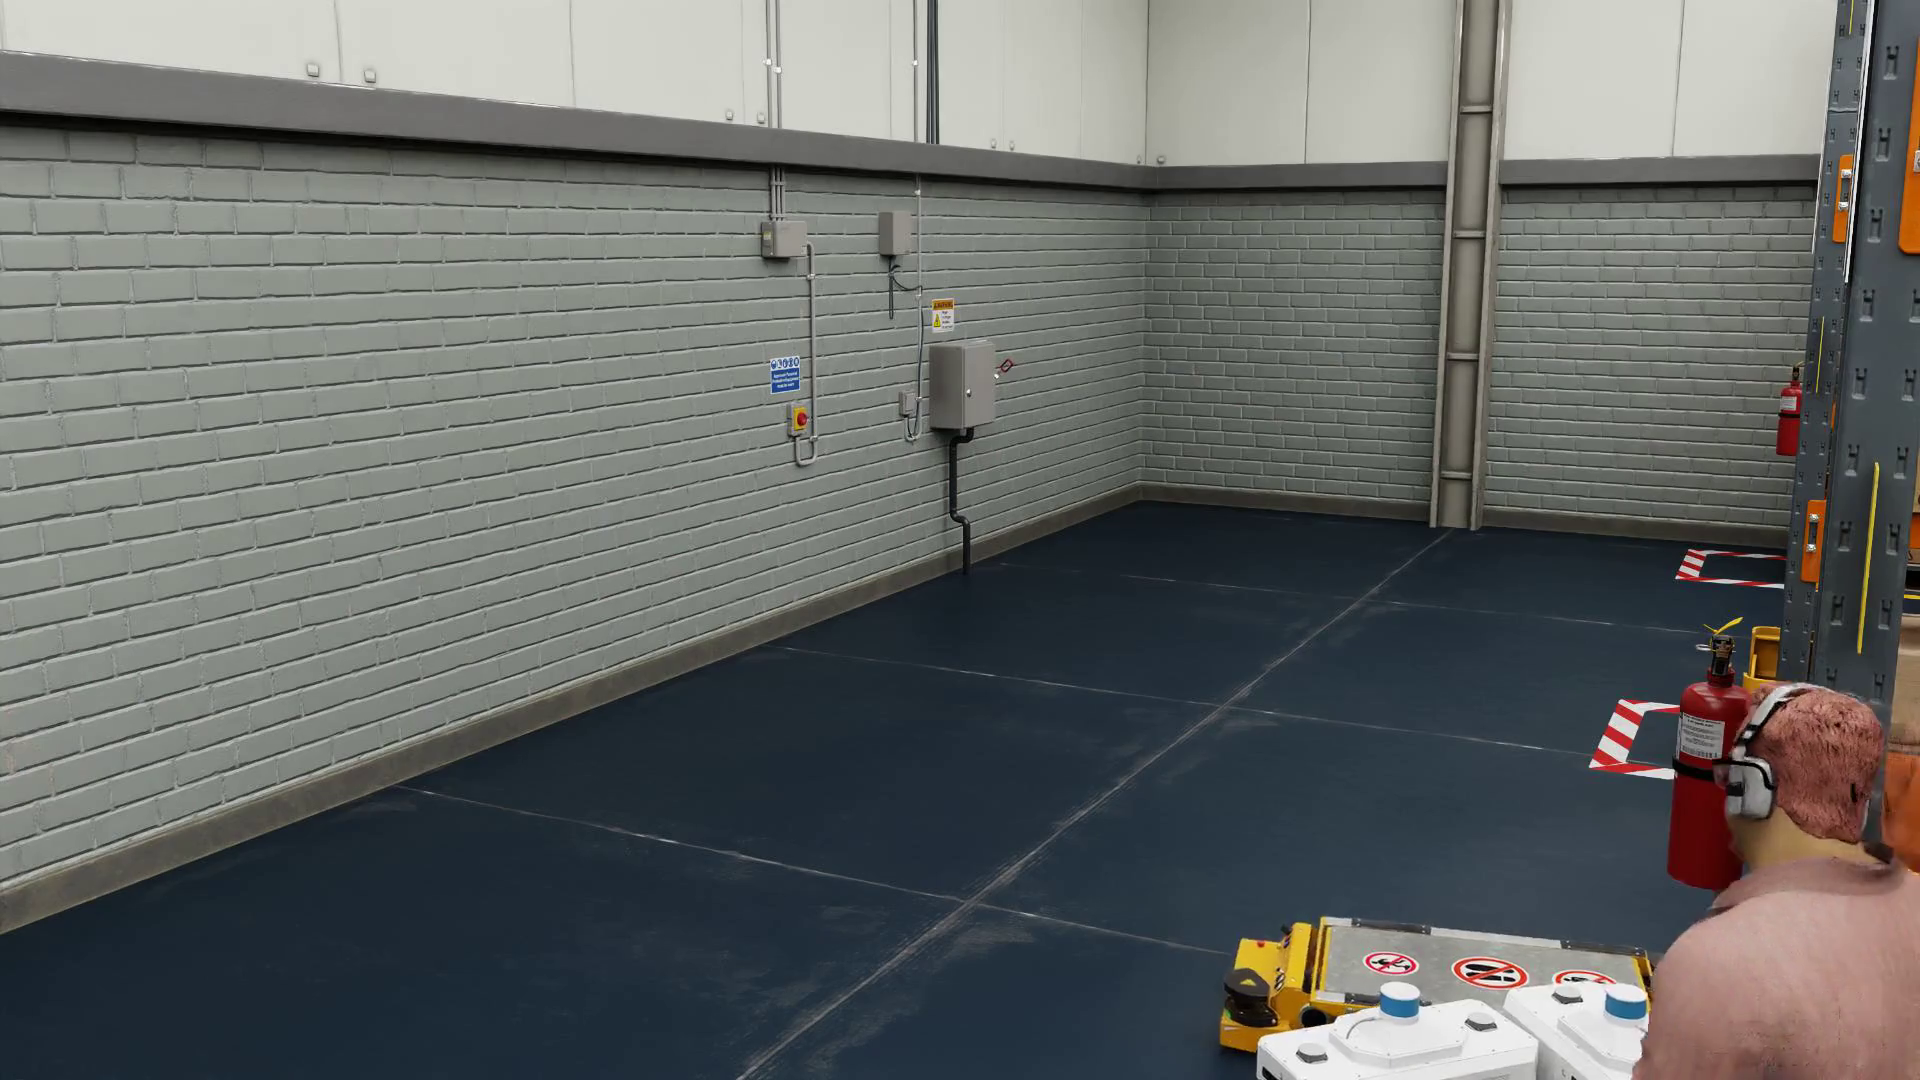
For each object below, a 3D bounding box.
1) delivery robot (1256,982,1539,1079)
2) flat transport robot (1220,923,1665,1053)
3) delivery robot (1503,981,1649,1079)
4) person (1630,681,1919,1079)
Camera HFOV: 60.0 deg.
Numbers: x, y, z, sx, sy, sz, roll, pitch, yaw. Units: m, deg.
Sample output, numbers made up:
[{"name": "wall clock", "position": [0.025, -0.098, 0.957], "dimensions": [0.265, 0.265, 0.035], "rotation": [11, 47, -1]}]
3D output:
[{"name": "delivery robot", "position": [1.144, 1.407, 4.371], "dimensions": [0.707, 0.478, 0.477], "rotation": [-4, 11, -19]}, {"name": "flat transport robot", "position": [1.571, 1.441, 5.216], "dimensions": [1.431, 0.197, 0.652], "rotation": [3, 11, 15]}, {"name": "delivery robot", "position": [1.732, 1.409, 4.359], "dimensions": [0.477, 0.478, 0.707], "rotation": [-2, 11, -12]}, {"name": "person", "position": [1.268, 1.148, 2.546], "dimensions": [0.664, 1.849, 1.025], "rotation": [-9, 13, -39]}]
